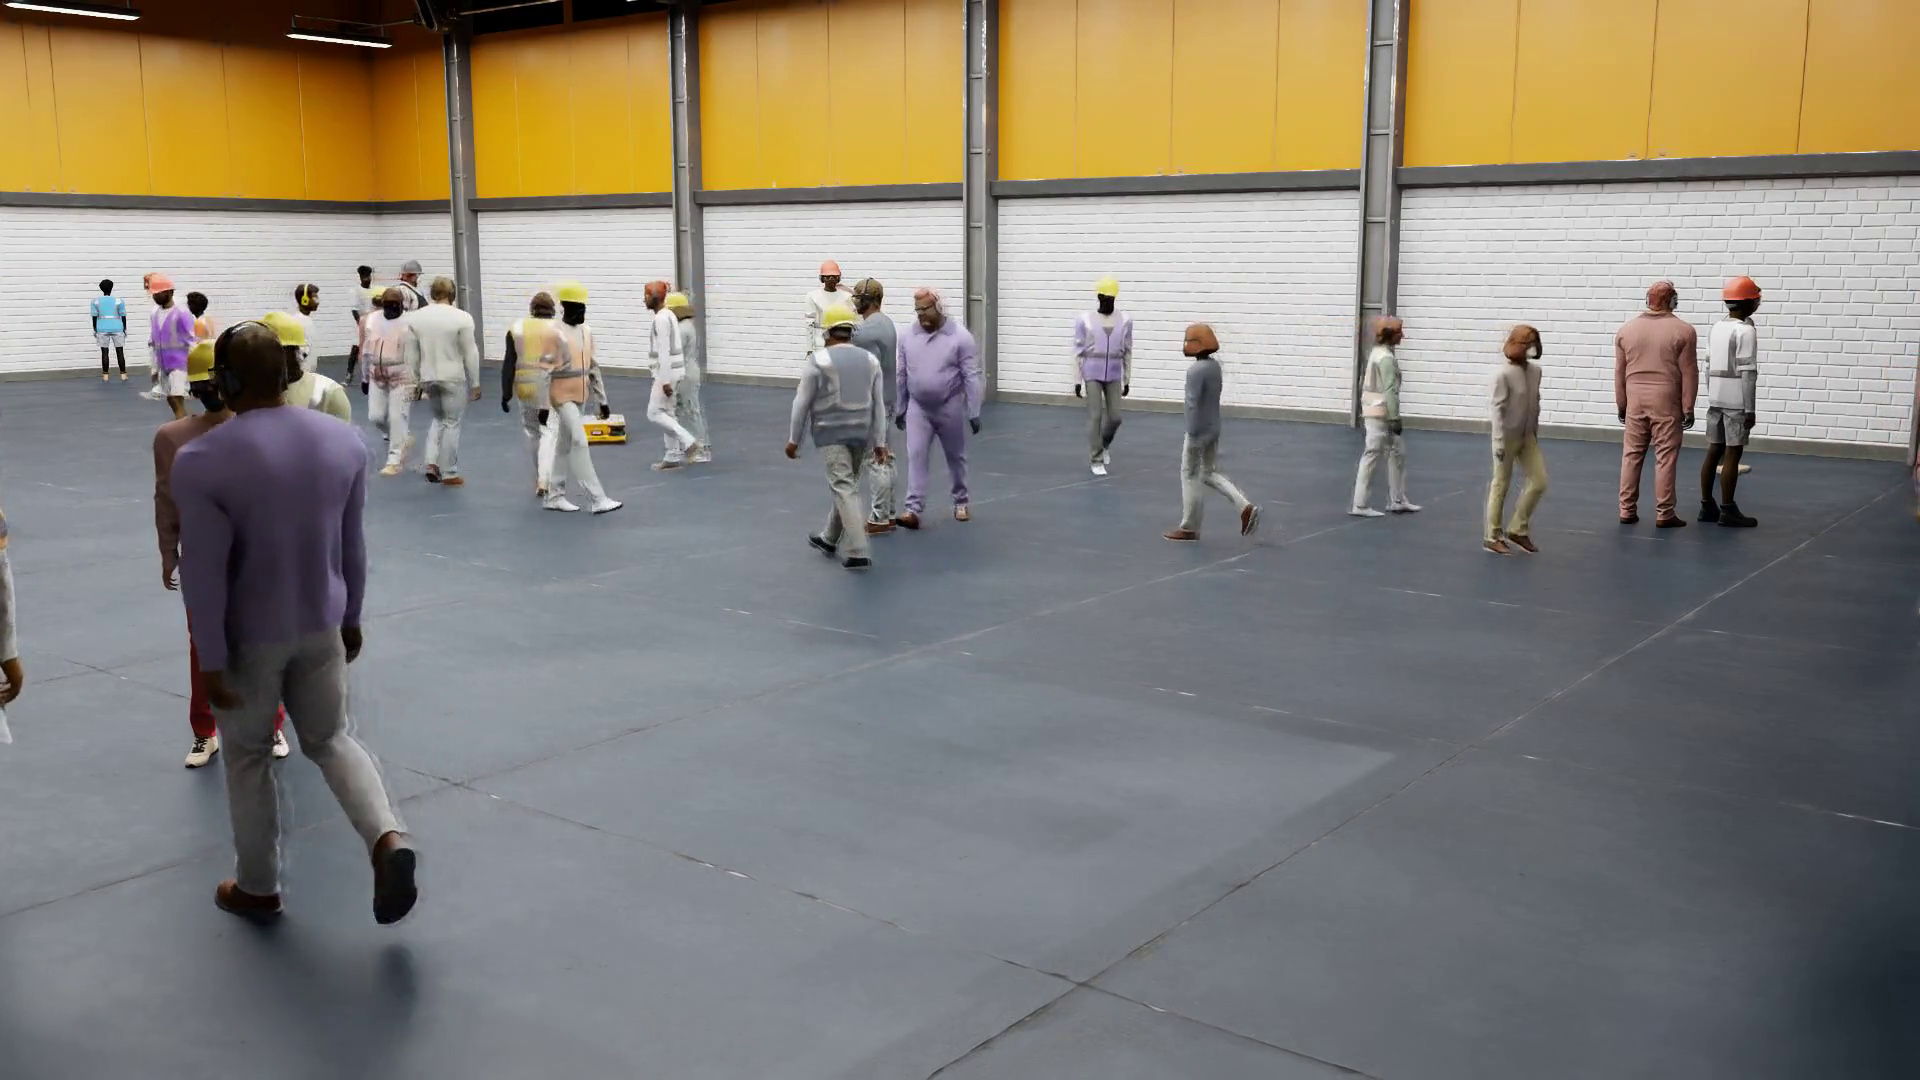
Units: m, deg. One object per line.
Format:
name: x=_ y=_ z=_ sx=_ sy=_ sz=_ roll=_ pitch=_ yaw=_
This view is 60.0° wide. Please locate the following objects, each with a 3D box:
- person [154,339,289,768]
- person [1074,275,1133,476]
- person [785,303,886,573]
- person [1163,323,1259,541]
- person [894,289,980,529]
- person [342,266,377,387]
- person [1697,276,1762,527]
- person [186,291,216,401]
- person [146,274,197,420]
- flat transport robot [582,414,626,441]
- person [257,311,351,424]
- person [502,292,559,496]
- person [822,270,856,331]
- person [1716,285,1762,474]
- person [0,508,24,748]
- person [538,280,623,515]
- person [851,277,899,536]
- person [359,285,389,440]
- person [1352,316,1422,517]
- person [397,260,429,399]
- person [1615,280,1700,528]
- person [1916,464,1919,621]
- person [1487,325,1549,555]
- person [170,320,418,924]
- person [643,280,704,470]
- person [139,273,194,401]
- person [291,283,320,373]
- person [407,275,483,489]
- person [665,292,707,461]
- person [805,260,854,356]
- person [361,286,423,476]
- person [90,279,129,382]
person: x=-3.018 y=0.058 z=6.865 sx=0.533 sy=1.767 sz=0.327 roll=-4 pitch=10 yaw=-20
person: x=1.364 y=-1.585 z=15.991 sx=0.587 sy=1.914 sz=0.544 roll=-2 pitch=10 yaw=-11
person: x=-0.834 y=-0.696 z=11.221 sx=0.597 sy=1.781 sz=0.921 roll=-8 pitch=13 yaw=-40
person: x=1.836 y=-0.775 z=12.142 sx=0.617 sy=1.617 sz=0.506 roll=6 pitch=11 yaw=31
person: x=-0.194 y=-1.015 z=12.887 sx=0.716 sy=1.836 sz=0.996 roll=3 pitch=10 yaw=16
person: x=-9.558 y=-3.433 z=26.703 sx=0.433 sy=1.938 sz=0.891 roll=5 pitch=11 yaw=27
person: x=6.012 y=-1.073 z=12.938 sx=0.351 sy=1.942 sz=0.545 roll=-2 pitch=10 yaw=-9
person: x=-8.782 y=-2.032 z=19.277 sx=0.368 sy=1.685 sz=0.542 roll=-3 pitch=10 yaw=-15
person: x=-8.291 y=-1.843 z=17.536 sx=0.567 sy=1.941 sz=0.536 roll=4 pitch=11 yaw=24
flat transport robot: x=-4.180 y=-1.292 z=19.070 sx=0.652 sy=0.197 sz=1.431 roll=-2 pitch=10 yaw=-12
person: x=-3.287 y=-0.202 z=8.181 sx=0.592 sy=1.834 sz=0.404 roll=0 pitch=10 yaw=1
person: x=-3.715 y=-1.295 z=14.726 sx=0.666 sy=1.794 sz=0.972 roll=0 pitch=10 yaw=-3
person: x=-1.892 y=-3.157 z=25.163 sx=0.647 sy=1.913 sz=0.409 roll=-4 pitch=11 yaw=-22
person: x=7.476 y=-1.546 z=16.012 sx=0.511 sy=1.839 sz=0.336 roll=-9 pitch=13 yaw=-41
person: x=-3.090 y=0.317 z=4.908 sx=0.553 sy=1.917 sz=0.509 roll=-7 pitch=12 yaw=-33
person: x=-3.039 y=-1.141 z=13.463 sx=0.898 sy=1.888 sz=0.617 roll=4 pitch=10 yaw=21
person: x=-0.646 y=-0.993 z=12.485 sx=0.352 sy=1.937 sz=0.635 roll=2 pitch=10 yaw=12
person: x=-6.546 y=-2.013 z=18.936 sx=0.551 sy=1.748 sz=0.411 roll=-3 pitch=10 yaw=-18
person: x=3.484 y=-0.977 z=13.322 sx=0.685 sy=1.614 sz=0.538 roll=2 pitch=10 yaw=9
person: x=-7.926 y=-3.062 z=24.231 sx=0.535 sy=2.000 sz=0.691 roll=-2 pitch=10 yaw=-9
person: x=5.405 y=-1.051 z=12.899 sx=0.408 sy=1.913 sz=0.642 roll=-9 pitch=13 yaw=-43
person: x=4.935 y=-0.237 z=7.999 sx=0.620 sy=1.974 sz=0.768 roll=3 pitch=10 yaw=15
person: x=3.906 y=-0.685 z=11.605 sx=0.534 sy=1.616 sz=0.474 roll=-6 pitch=11 yaw=-32
person: x=-2.054 y=0.286 z=5.117 sx=0.782 sy=1.917 sz=0.635 roll=8 pitch=12 yaw=39
person: x=-2.810 y=-1.580 z=16.155 sx=0.496 sy=1.858 sz=0.578 roll=0 pitch=10 yaw=2
person: x=-11.487 y=-2.928 z=24.014 sx=0.606 sy=1.834 sz=0.963 roll=8 pitch=13 yaw=39
person: x=-6.721 y=-1.692 z=16.912 sx=0.909 sy=1.829 sz=0.529 roll=-2 pitch=10 yaw=-12
person: x=-4.632 y=-1.418 z=15.004 sx=0.623 sy=1.917 sz=0.442 roll=3 pitch=10 yaw=18
person: x=-2.847 y=-1.647 z=16.913 sx=0.596 sy=1.720 sz=0.503 roll=0 pitch=10 yaw=-3
person: x=-1.556 y=-2.351 z=20.086 sx=0.615 sy=2.043 sz=0.373 roll=-4 pitch=10 yaw=-21
person: x=-5.413 y=-1.527 z=15.966 sx=0.692 sy=1.809 sz=0.554 roll=2 pitch=10 yaw=12
person: x=-14.136 y=-3.479 z=27.660 sx=0.542 sy=1.695 sz=0.316 roll=-5 pitch=11 yaw=-25
